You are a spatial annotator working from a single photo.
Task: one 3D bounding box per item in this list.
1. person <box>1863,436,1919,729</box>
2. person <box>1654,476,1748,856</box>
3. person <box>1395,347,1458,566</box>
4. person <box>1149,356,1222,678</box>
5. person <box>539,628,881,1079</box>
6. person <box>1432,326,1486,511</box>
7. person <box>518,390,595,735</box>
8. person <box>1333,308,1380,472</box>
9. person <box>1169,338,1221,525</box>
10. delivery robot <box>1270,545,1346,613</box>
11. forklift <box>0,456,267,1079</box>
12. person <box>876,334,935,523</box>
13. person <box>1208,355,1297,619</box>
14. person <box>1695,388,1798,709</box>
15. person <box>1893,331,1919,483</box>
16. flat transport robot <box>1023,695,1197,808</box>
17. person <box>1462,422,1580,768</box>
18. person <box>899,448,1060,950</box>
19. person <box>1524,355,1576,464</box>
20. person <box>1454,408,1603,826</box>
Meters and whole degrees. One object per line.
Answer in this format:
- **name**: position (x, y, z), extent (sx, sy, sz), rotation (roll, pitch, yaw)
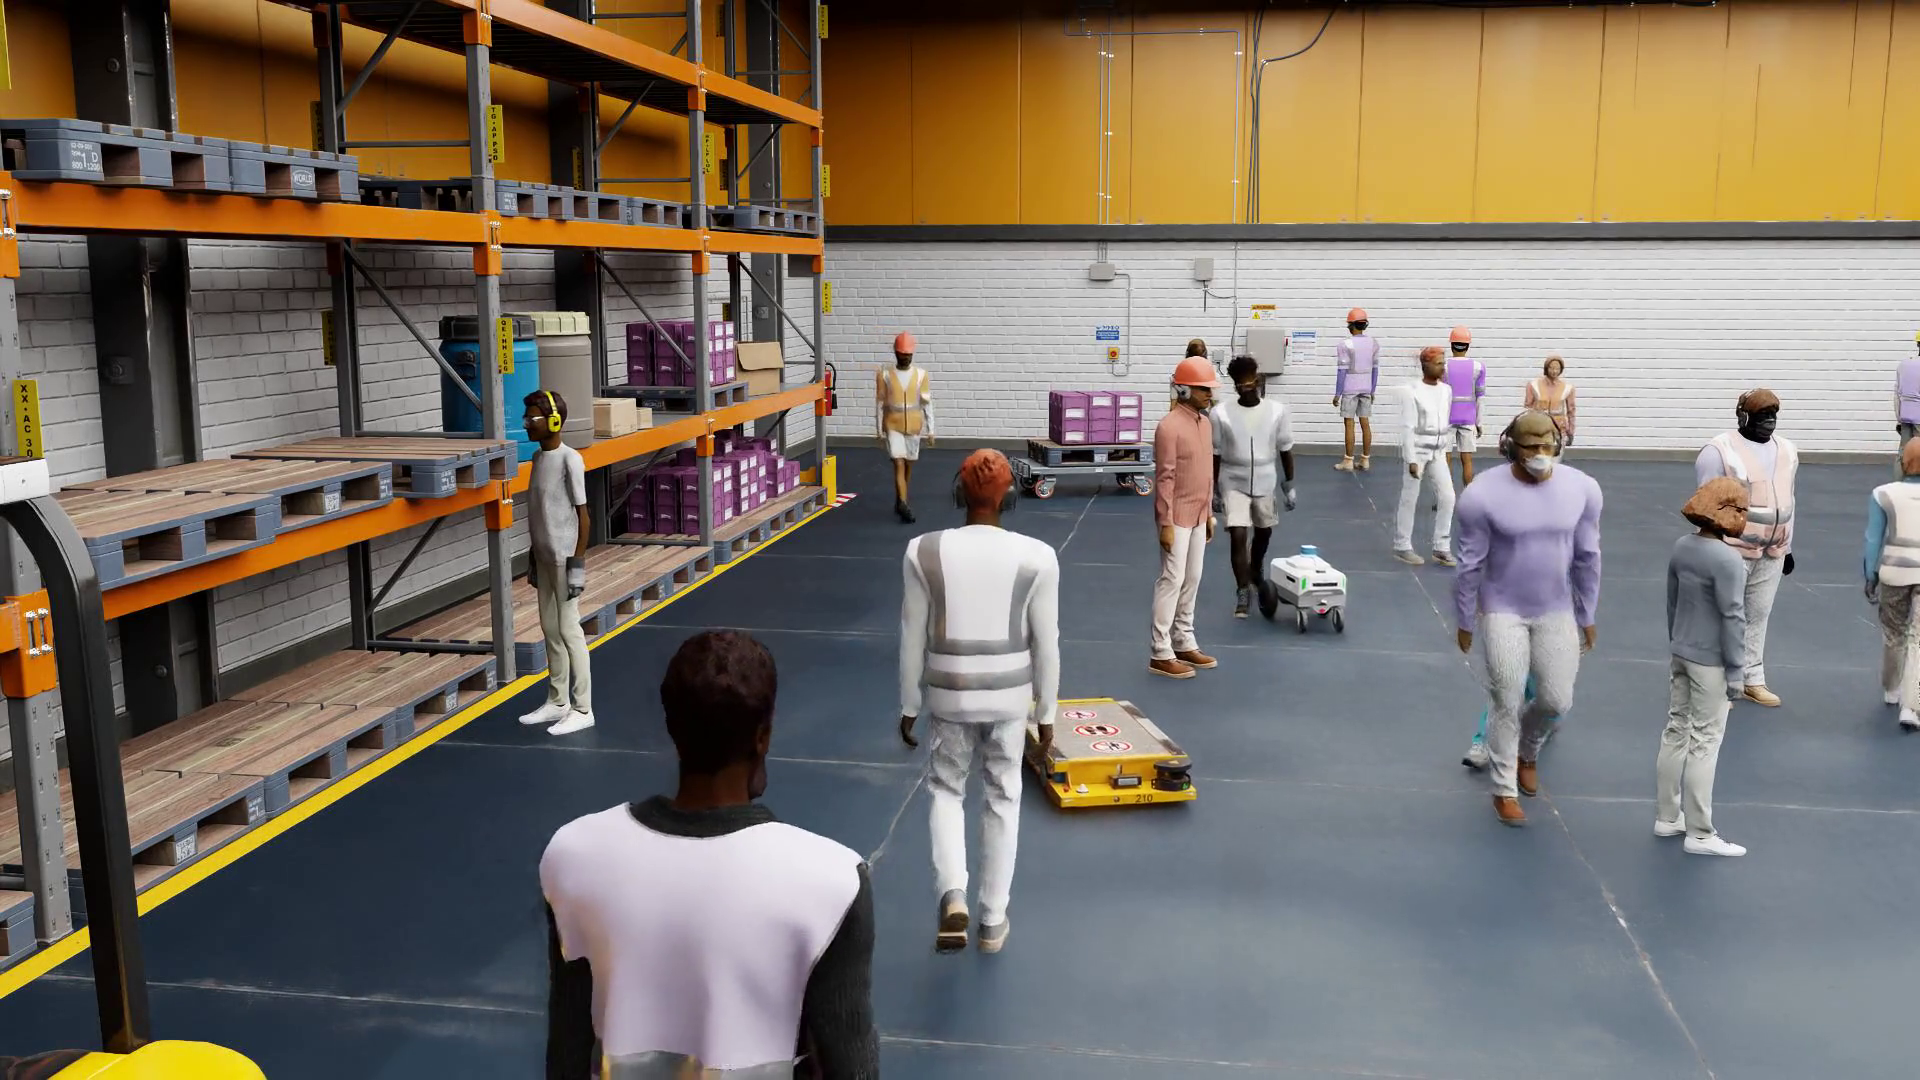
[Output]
- **person**: position (5.317, 0.224, 9.253), extent (0.523, 1.595, 0.870), rotation (7, 12, 38)
- **person**: position (3.229, 0.535, 7.201), extent (0.283, 1.633, 0.498), rotation (-1, 9, -6)
- **person**: position (3.970, -0.691, 14.032), extent (0.573, 1.859, 0.715), rotation (-5, 10, -26)
- **person**: position (1.411, -0.145, 10.318), extent (0.406, 1.985, 0.619), rotation (6, 11, 34)
- **person**: position (-0.429, 1.100, 2.868), extent (0.600, 1.906, 0.481), rotation (3, 10, 16)
- **person**: position (5.144, -1.243, 17.234), extent (0.552, 1.937, 0.356), rotation (1, 9, 6)
- **person**: position (-2.207, 0.119, 9.041), extent (0.313, 1.869, 0.538), rotation (-8, 12, -41)
- **person**: position (4.936, -1.874, 20.799), extent (0.605, 2.045, 0.377), rotation (-4, 10, -23)
- **person**: position (2.297, -1.046, 16.300), extent (0.505, 1.845, 0.345), rotation (4, 10, 21)
- **delivery robot**: position (2.463, 0.282, 11.793), extent (0.477, 0.478, 0.707), rotation (-1, 9, -8)
- **forklift**: position (-2.328, 0.975, 2.765), extent (2.313, 2.155, 1.214), rotation (1, 9, 9)
- **person**: position (-0.558, -1.135, 16.756), extent (0.562, 1.880, 1.042), rotation (-2, 9, -14)
- **person**: position (2.135, -0.428, 12.320), extent (0.676, 1.904, 0.955), rotation (0, 9, -2)
- **person**: position (4.519, 0.052, 9.541), extent (0.633, 1.843, 0.429), rotation (-2, 10, -14)
- **person**: position (10.052, -1.268, 17.415), extent (0.366, 1.926, 0.594), rotation (-2, 9, -14)
- **flat transport robot**: position (0.656, 1.027, 8.360), extent (0.652, 0.197, 1.431), rotation (-2, 9, -10)
- **person**: position (2.877, 0.254, 8.500), extent (0.968, 1.782, 0.579), rotation (-8, 12, -41)
- **person**: position (0.070, 0.608, 6.009), extent (0.591, 1.870, 0.533), rotation (0, 9, 3)
- **person**: position (6.179, -1.123, 17.447), extent (0.534, 1.622, 0.373), rotation (3, 10, 17)
- **person**: position (2.549, 0.341, 7.540), extent (0.647, 1.911, 0.555), rotation (1, 9, 3)
